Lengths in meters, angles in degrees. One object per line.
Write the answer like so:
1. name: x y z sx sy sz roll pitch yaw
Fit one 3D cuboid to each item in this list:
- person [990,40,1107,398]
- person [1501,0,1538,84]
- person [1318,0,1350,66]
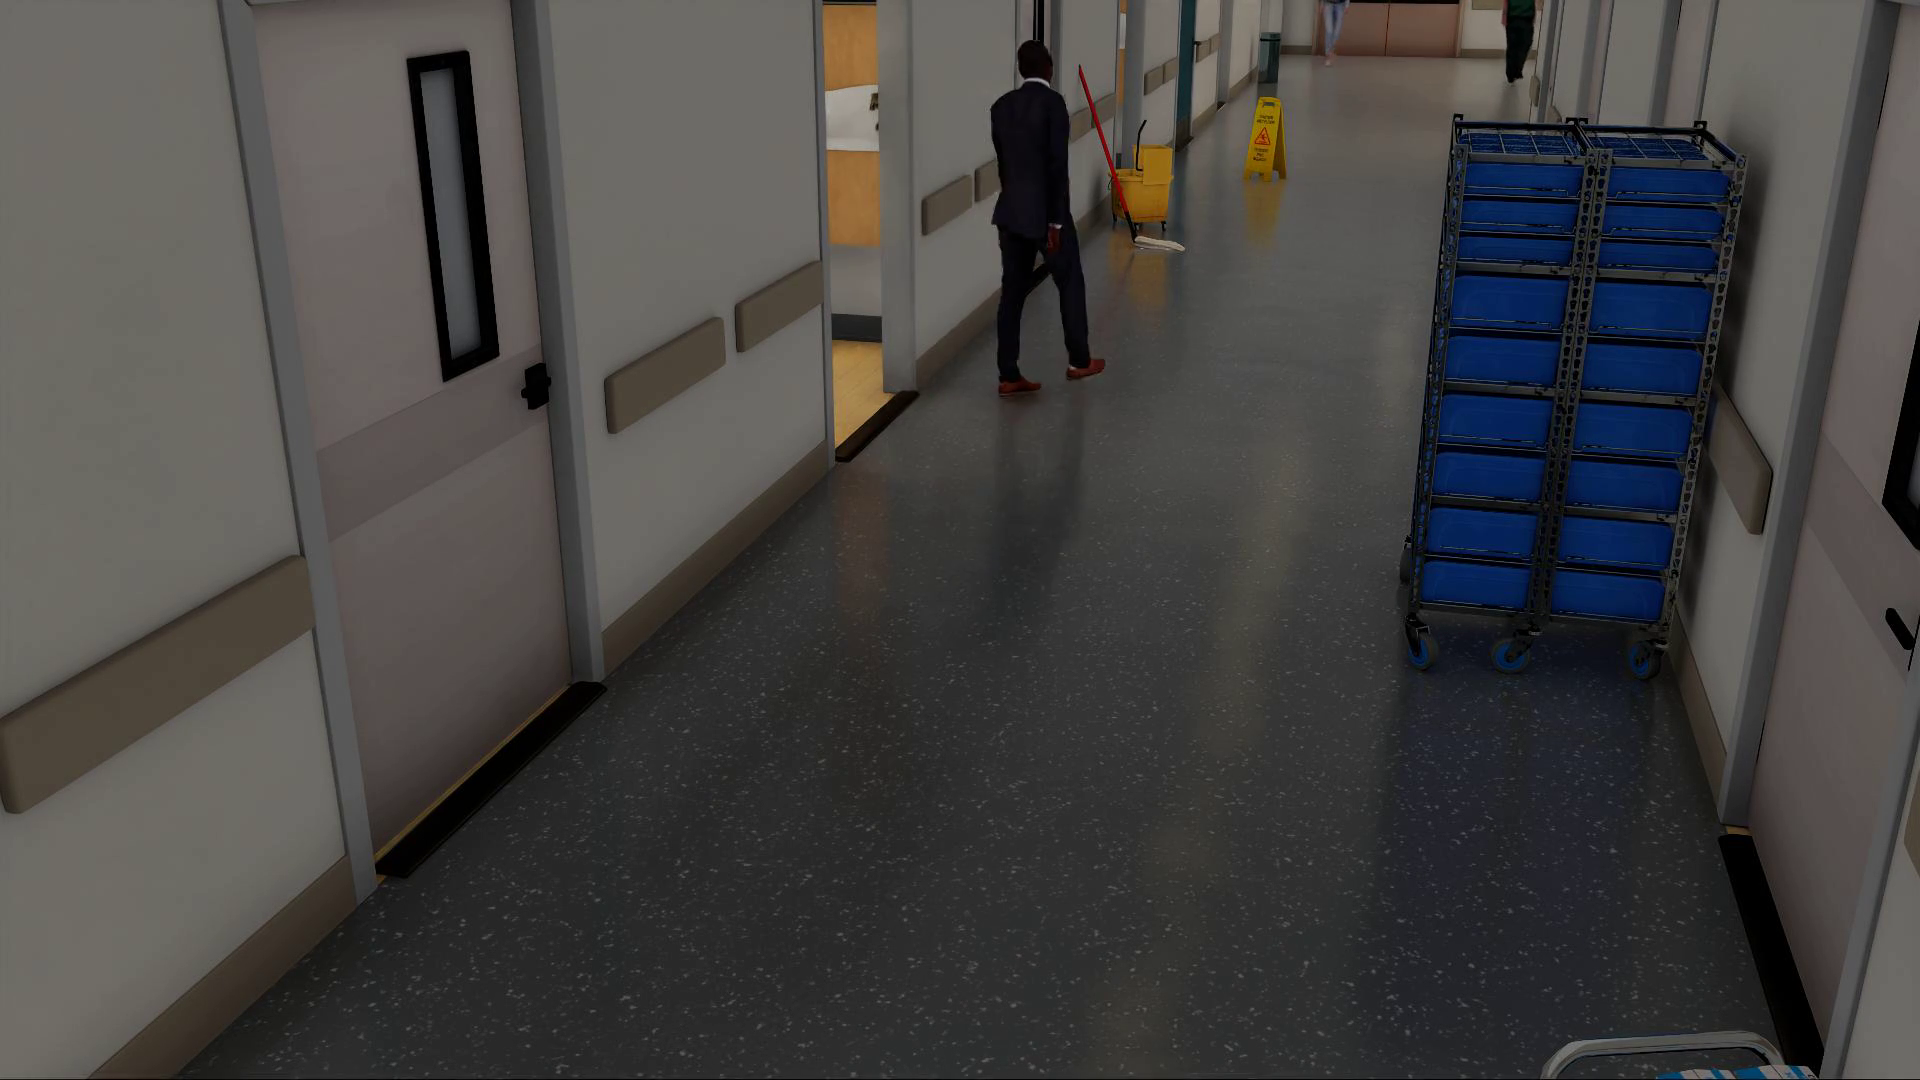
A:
1. person: 0.323 -1.609 8.531 1.115 1.793 0.986 -18 27 -39
2. person: 8.250 -7.690 24.531 0.710 1.834 0.719 9 23 23
3. person: 6.132 -8.711 27.320 0.740 1.768 1.095 3 21 9
